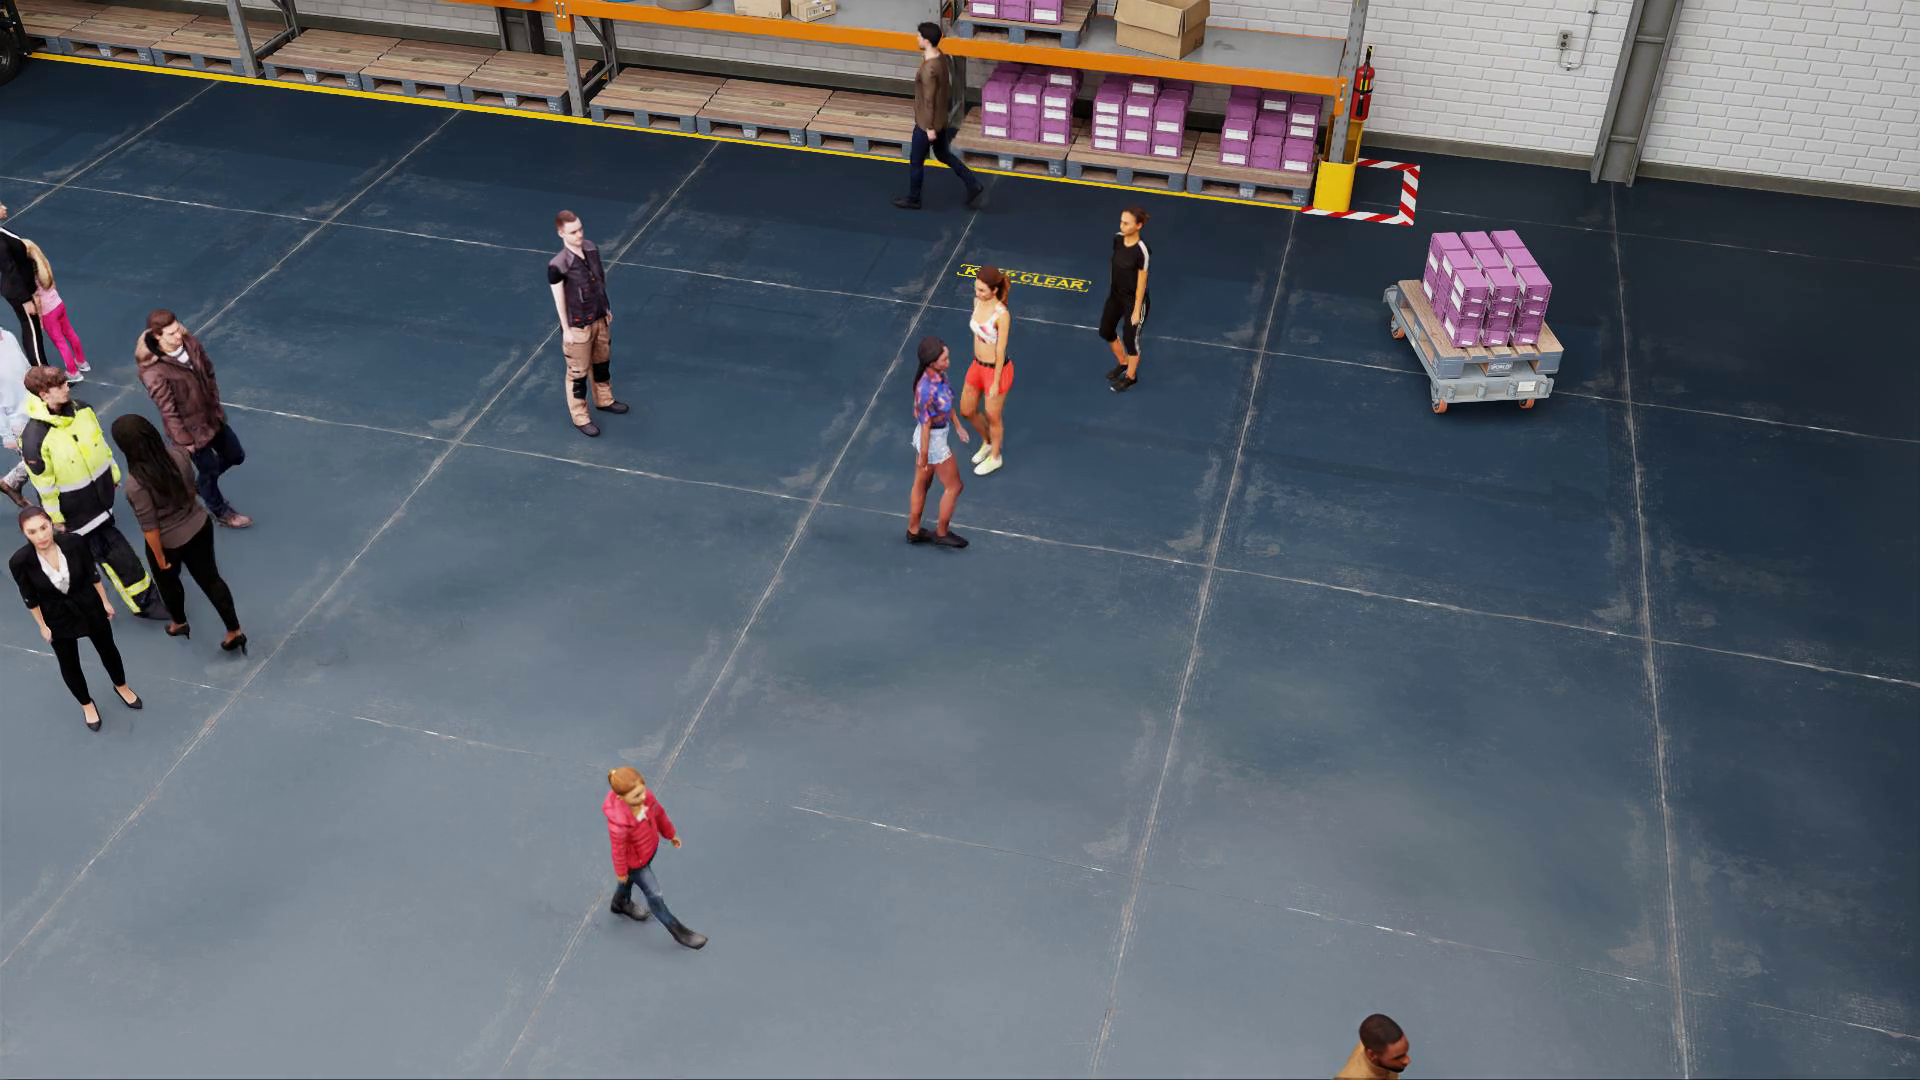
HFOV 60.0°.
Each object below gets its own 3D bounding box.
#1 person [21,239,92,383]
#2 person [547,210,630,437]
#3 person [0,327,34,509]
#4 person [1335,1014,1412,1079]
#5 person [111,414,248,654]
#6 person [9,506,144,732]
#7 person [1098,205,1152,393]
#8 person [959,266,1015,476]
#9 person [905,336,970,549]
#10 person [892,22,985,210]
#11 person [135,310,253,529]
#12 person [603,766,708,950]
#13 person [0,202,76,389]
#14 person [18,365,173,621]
[{"bbox_3d":[-7.405,-1.887,13.541,0.548,1.275,0.522,3,39,4],"label":"person"},{"bbox_3d":[-2.923,-1.717,12.873,0.680,1.842,0.738,20,43,23],"label":"person"},{"bbox_3d":[-6.706,-0.849,11.756,1.053,1.880,0.796,2,39,3],"label":"person"},{"bbox_3d":[1.739,2.688,7.378,0.646,1.816,0.692,22,44,25],"label":"person"},{"bbox_3d":[-4.939,0.029,10.723,0.965,1.797,0.782,16,41,19],"label":"person"},{"bbox_3d":[-5.491,0.455,10.299,0.686,1.660,0.710,-29,47,-31],"label":"person"},{"bbox_3d":[1.414,-1.949,13.313,0.763,1.655,0.695,-22,43,-25],"label":"person"},{"bbox_3d":[0.294,-1.271,12.367,0.760,1.776,0.686,-26,46,-29],"label":"person"},{"bbox_3d":[-0.284,-0.678,11.664,0.754,1.728,0.672,2,39,2],"label":"person"},{"bbox_3d":[-0.189,-3.950,15.654,1.106,1.861,0.644,9,39,11],"label":"person"},{"bbox_3d":[-5.509,-0.855,11.803,0.716,1.831,0.745,9,39,11],"label":"person"},{"bbox_3d":[-1.800,1.684,9.060,0.895,1.286,0.570,13,40,16],"label":"person"},{"bbox_3d":[-7.521,-1.966,13.294,0.743,1.706,0.660,-24,45,-27],"label":"person"},{"bbox_3d":[-5.919,-0.306,11.036,1.249,1.930,0.824,8,39,10],"label":"person"}]
